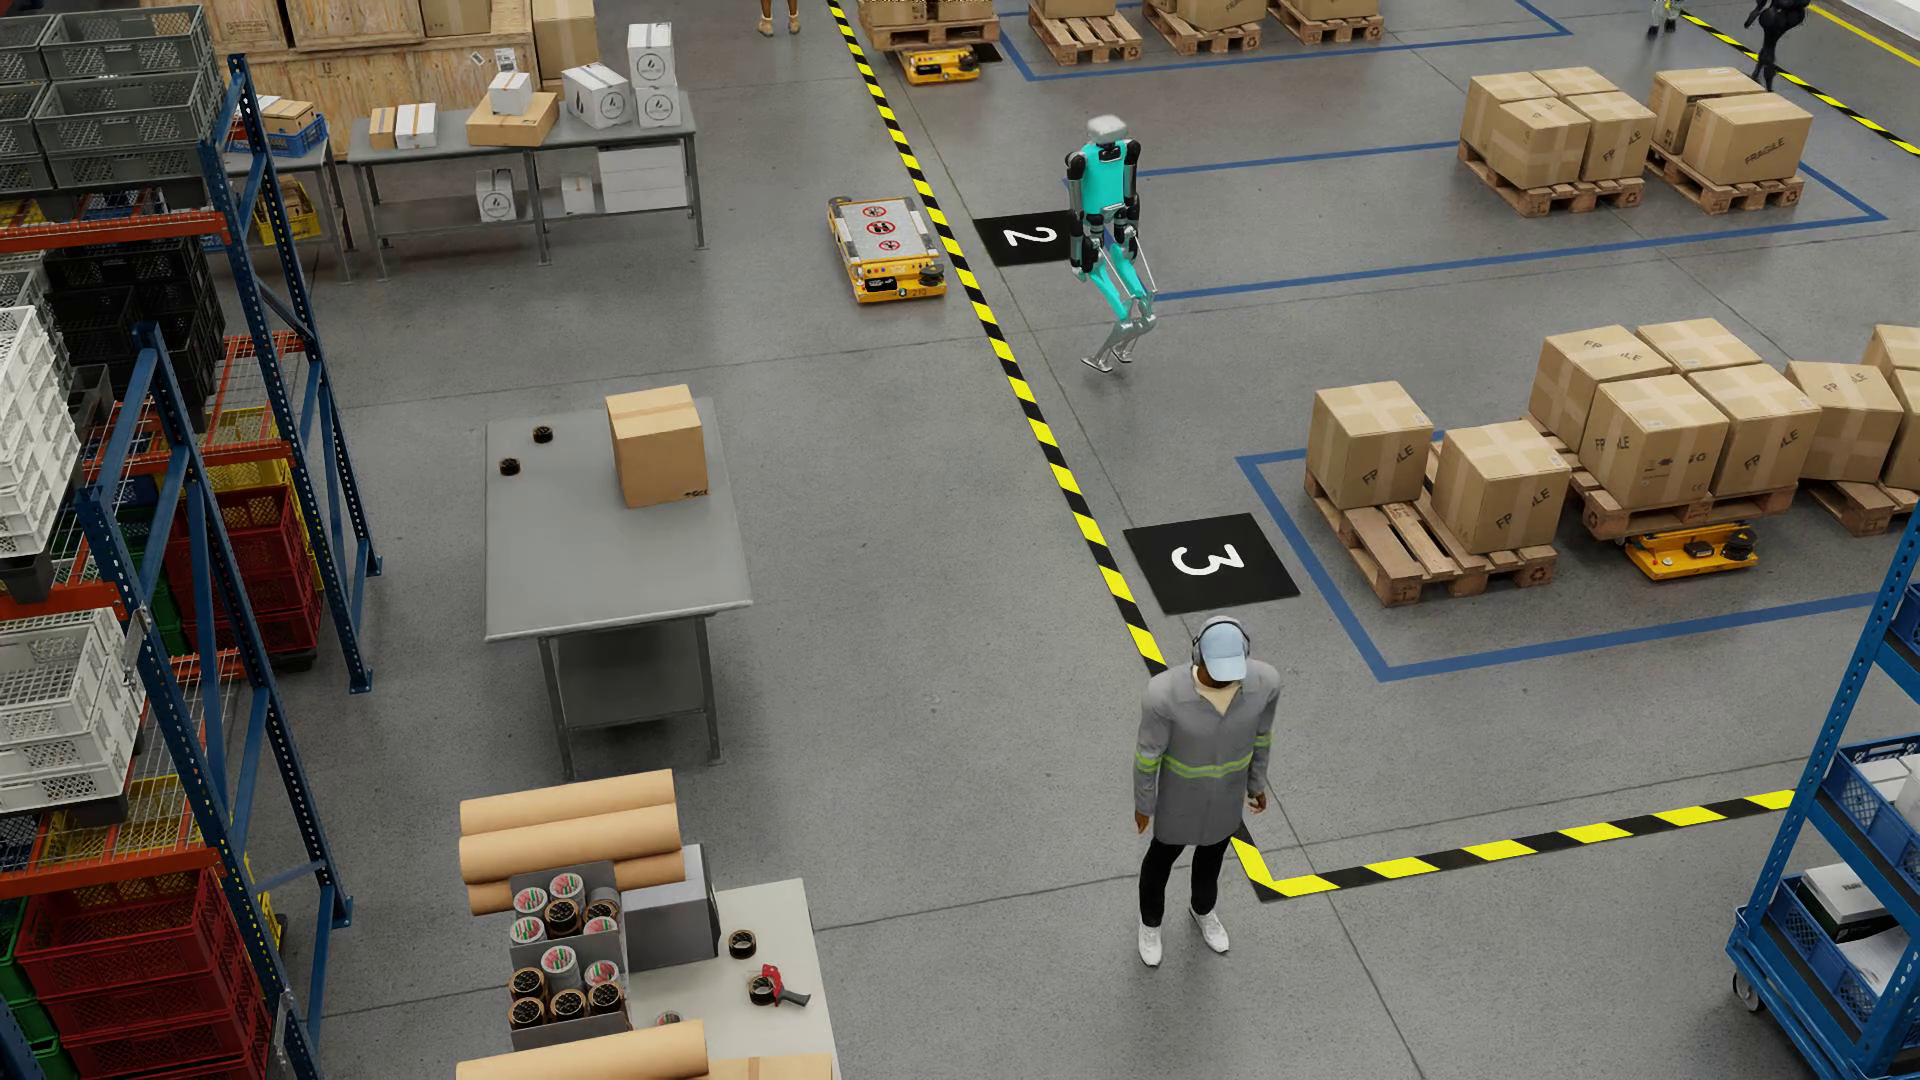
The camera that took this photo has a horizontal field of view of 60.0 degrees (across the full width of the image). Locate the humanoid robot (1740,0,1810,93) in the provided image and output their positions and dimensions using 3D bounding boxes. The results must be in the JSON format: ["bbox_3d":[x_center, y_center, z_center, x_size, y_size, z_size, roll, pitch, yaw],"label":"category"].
[{"bbox_3d":[7.263,-4.755,14.780,0.589,1.636,0.641,-14,39,-18],"label":"humanoid robot"}]

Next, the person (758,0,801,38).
[{"bbox_3d":[-1.820,-5.881,15.984,0.609,2.030,0.403,-8,37,-11],"label":"person"}]

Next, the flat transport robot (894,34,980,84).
[{"bbox_3d":[-0.288,-4.732,15.890,0.652,0.197,1.431,-8,37,-10],"label":"flat transport robot"}]

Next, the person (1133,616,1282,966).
[{"bbox_3d":[1.000,1.040,6.829,0.595,1.850,0.398,-8,37,-10],"label":"person"}]

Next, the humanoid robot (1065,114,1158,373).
[{"bbox_3d":[1.031,-1.828,10.664,0.533,1.681,0.735,-20,41,-24],"label":"humanoid robot"}]

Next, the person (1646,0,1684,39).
[{"bbox_3d":[7.000,-5.715,15.943,0.619,1.803,0.776,11,38,14],"label":"person"}]

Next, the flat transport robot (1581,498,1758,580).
[{"bbox_3d":[4.062,-0.294,9.926,0.652,0.197,1.431,-8,37,-10],"label":"flat transport robot"}]

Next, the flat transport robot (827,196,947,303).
[{"bbox_3d":[-0.570,-2.220,12.538,0.659,0.231,1.431,-8,37,-10],"label":"flat transport robot"}]
